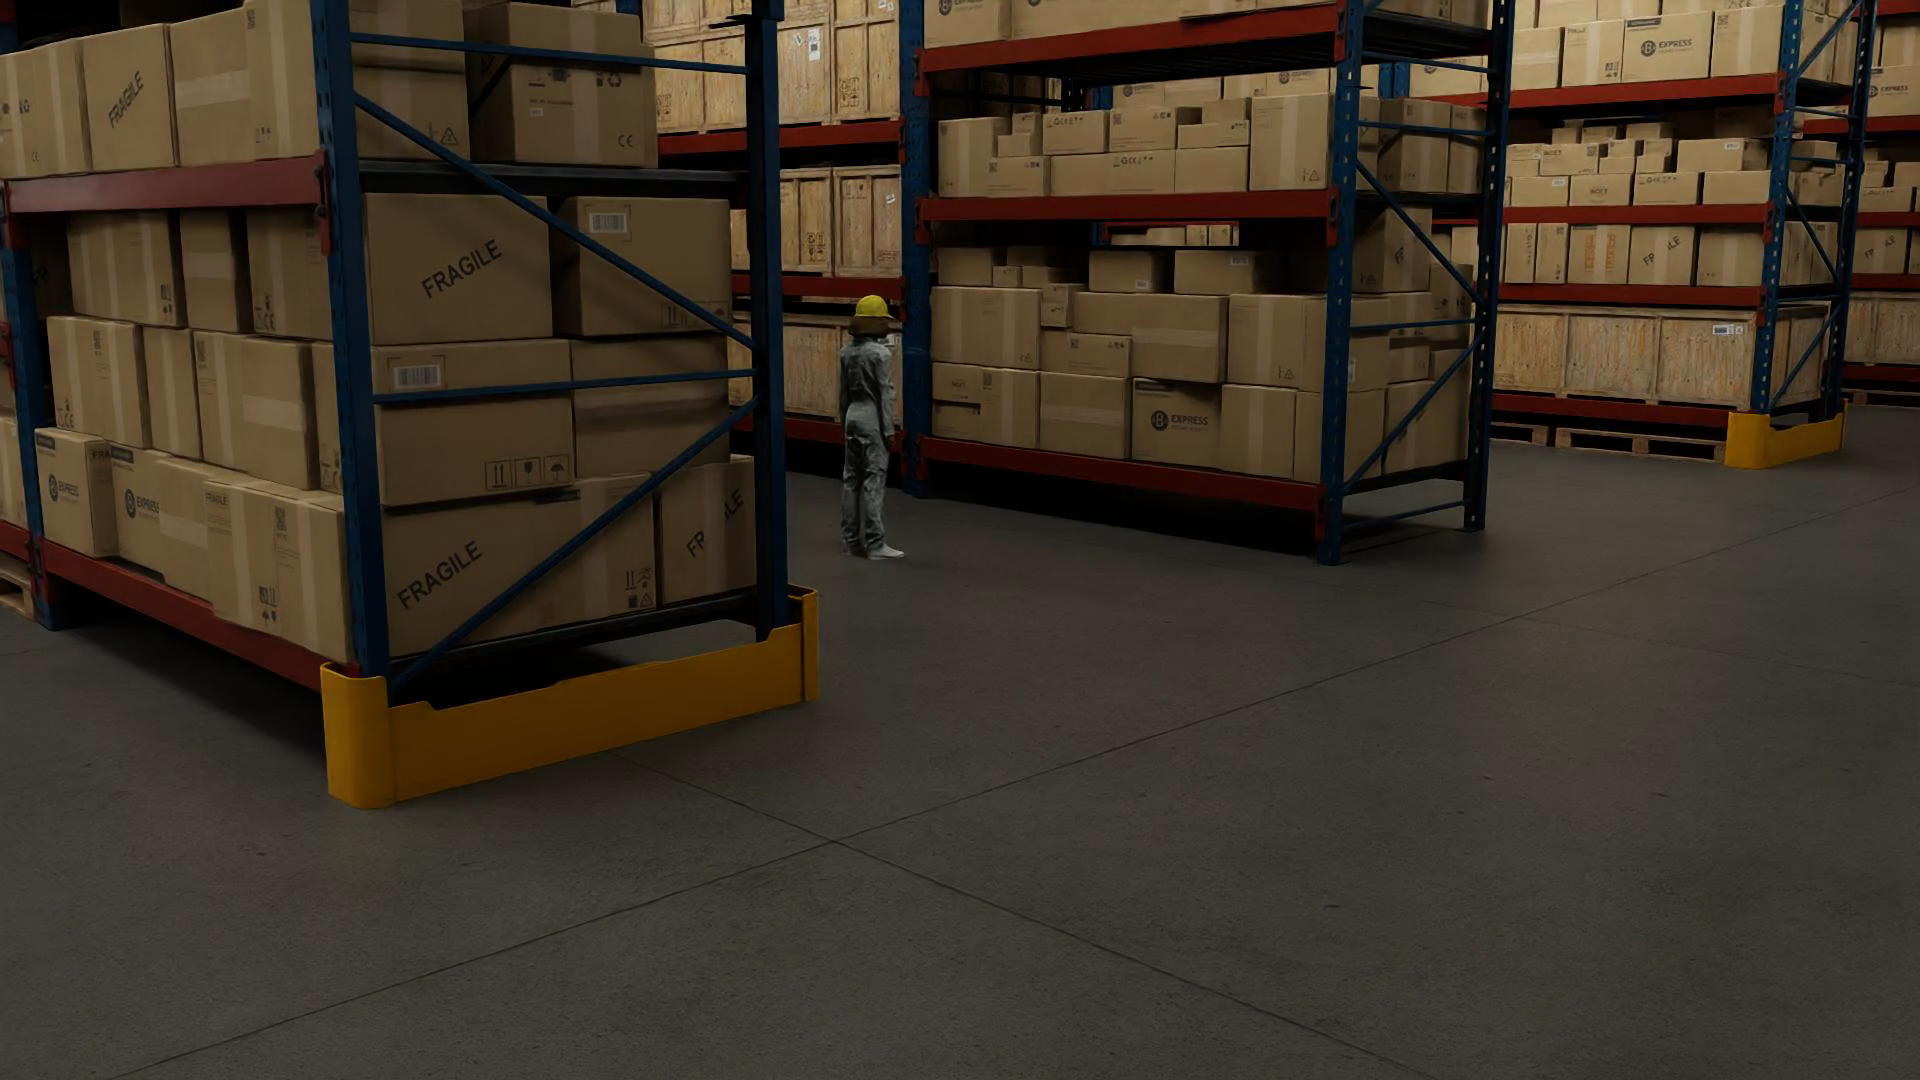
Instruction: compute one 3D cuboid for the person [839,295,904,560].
[{"bbox_3d":[-0.596,-0.745,11.021,0.322,1.741,0.489,-9,14,-42],"label":"person"}]
